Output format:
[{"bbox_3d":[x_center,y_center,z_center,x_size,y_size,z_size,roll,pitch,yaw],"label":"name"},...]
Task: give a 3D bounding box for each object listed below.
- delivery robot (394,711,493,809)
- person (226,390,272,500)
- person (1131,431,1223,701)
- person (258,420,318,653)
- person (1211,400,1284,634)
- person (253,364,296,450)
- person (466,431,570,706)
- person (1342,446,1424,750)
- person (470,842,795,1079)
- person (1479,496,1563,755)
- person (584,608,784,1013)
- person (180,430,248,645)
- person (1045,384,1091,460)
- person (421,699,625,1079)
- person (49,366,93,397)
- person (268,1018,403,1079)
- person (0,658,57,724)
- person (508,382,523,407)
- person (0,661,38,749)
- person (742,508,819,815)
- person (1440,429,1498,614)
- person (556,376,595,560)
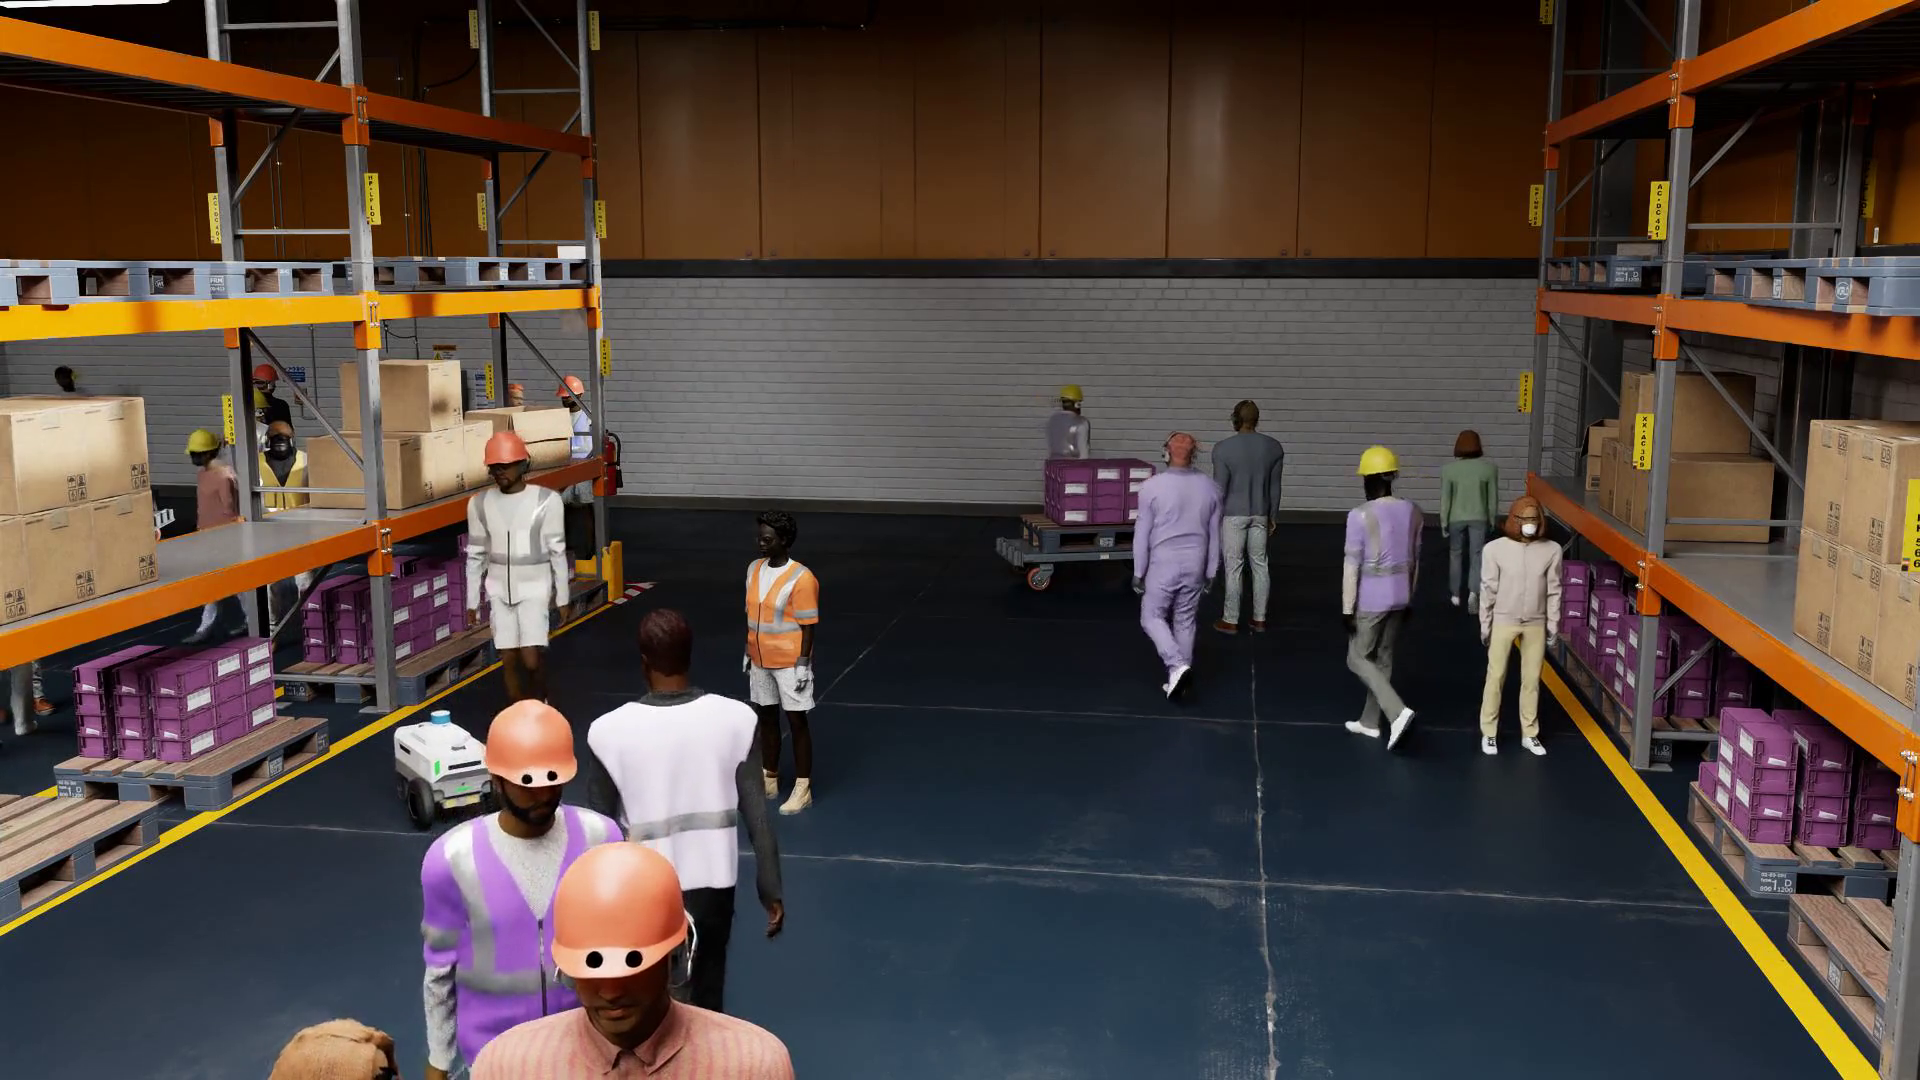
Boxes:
[{"bbox_3d":[-2.861,1.187,9.193,0.477,0.478,0.707,-7,12,-36],"label":"delivery robot"},{"bbox_3d":[-6.883,-0.557,16.324,0.603,1.830,0.404,4,10,22],"label":"person"},{"bbox_3d":[1.514,0.200,11.465,0.654,1.893,0.578,-3,10,-20],"label":"person"},{"bbox_3d":[-5.298,-0.026,13.065,0.622,1.835,0.430,-4,10,-22],"label":"person"},{"bbox_3d":[2.346,-0.187,13.718,0.631,1.939,0.372,-3,10,-17],"label":"person"},{"bbox_3d":[-7.397,-0.883,17.835,0.608,1.995,0.377,2,9,10],"label":"person"},{"bbox_3d":[-2.732,0.338,10.210,0.631,2.023,0.431,1,9,8],"label":"person"},{"bbox_3d":[2.657,0.365,10.415,0.607,1.907,0.706,-5,10,-28],"label":"person"},{"bbox_3d":[-0.597,1.512,3.066,0.612,1.995,0.379,-1,9,-8],"label":"person"},{"bbox_3d":[3.444,0.530,10.262,0.493,1.626,0.284,0,9,1],"label":"person"},{"bbox_3d":[-0.944,1.167,5.665,0.630,1.854,1.024,-4,10,-23],"label":"person"},{"bbox_3d":[-5.994,-0.023,13.362,0.813,1.720,0.558,-9,13,-43],"label":"person"},{"bbox_3d":[1.226,-0.721,17.389,0.718,1.807,0.624,-9,13,-43],"label":"person"},{"bbox_3d":[-1.208,1.318,4.628,0.552,1.887,1.021,-5,11,-30],"label":"person"},{"bbox_3d":[-10.938,-1.240,20.546,0.536,1.824,0.533,-5,11,-30],"label":"person"},{"bbox_3d":[-1.118,1.680,3.164,0.353,1.628,0.522,-1,9,-8],"label":"person"},{"bbox_3d":[-6.331,0.244,11.060,0.351,1.936,0.635,7,11,36],"label":"person"},{"bbox_3d":[-4.516,-0.645,16.737,0.365,1.878,0.587,9,13,43],"label":"person"},{"bbox_3d":[-6.054,0.384,10.399,0.594,1.884,0.839,-3,10,-15],"label":"person"},{"bbox_3d":[-1.006,0.664,9.210,0.534,1.697,0.318,7,12,38],"label":"person"},{"bbox_3d":[4.466,-0.168,14.629,0.493,1.601,0.755,3,10,17],"label":"person"},{"bbox_3d":[-3.904,-0.695,16.865,0.552,1.931,0.370,0,9,3],"label":"person"}]
